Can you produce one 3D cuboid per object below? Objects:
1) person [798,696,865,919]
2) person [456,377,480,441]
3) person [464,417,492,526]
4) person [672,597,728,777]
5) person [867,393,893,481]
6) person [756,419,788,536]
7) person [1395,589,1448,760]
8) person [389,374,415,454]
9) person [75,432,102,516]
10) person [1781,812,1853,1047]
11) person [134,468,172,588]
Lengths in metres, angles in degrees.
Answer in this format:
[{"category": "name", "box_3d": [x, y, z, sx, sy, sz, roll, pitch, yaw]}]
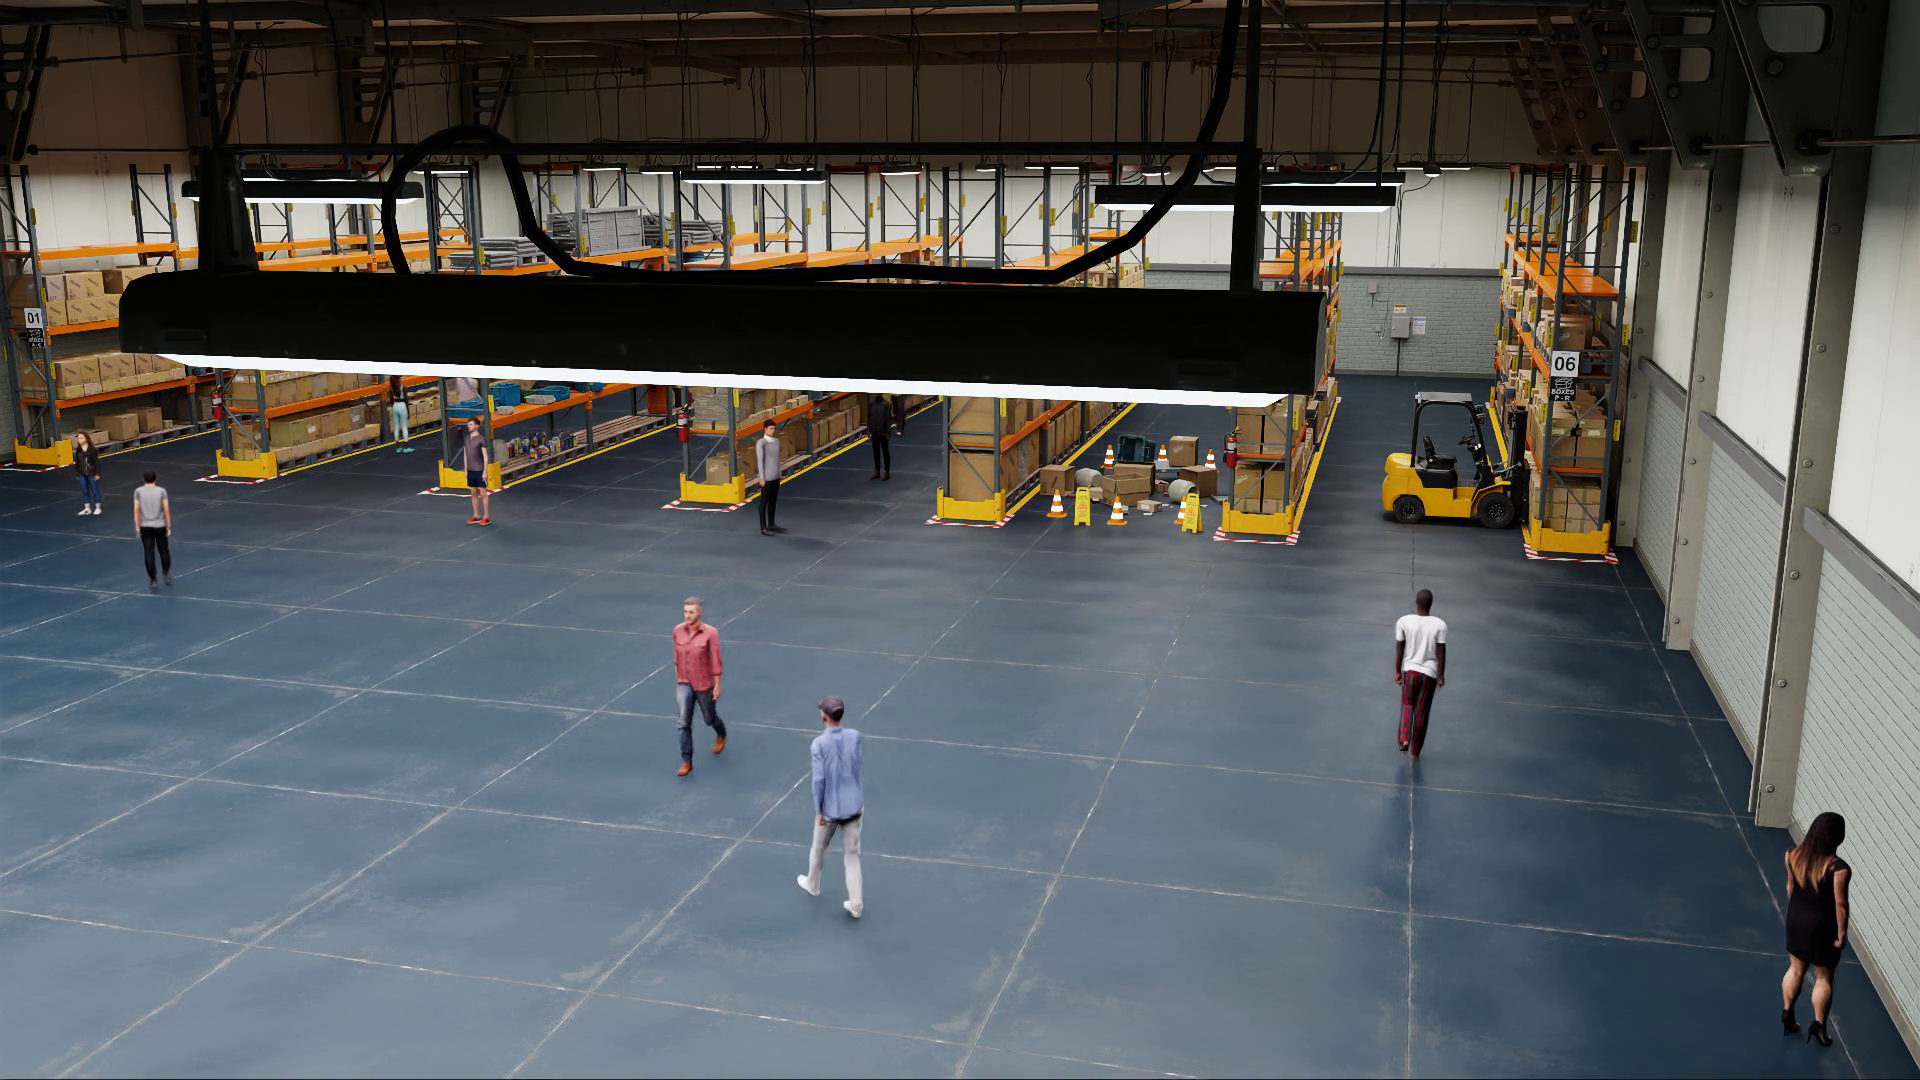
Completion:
[{"category": "person", "box_3d": [-0.954, 2.226, 13.715, 1.055, 1.855, 1.125, -7, 15, -26]}, {"category": "person", "box_3d": [-10.896, -3.035, 36.731, 0.756, 1.722, 1.017, 2, 13, 8]}, {"category": "person", "box_3d": [-8.255, -1.186, 28.455, 0.686, 1.852, 0.618, 7, 15, 27]}, {"category": "person", "box_3d": [-2.674, 1.463, 17.132, 0.695, 1.800, 1.146, 3, 13, 13]}, {"category": "person", "box_3d": [-1.550, -2.103, 32.450, 0.729, 1.838, 0.635, 6, 15, 26]}, {"category": "person", "box_3d": [-3.197, -1.070, 27.805, 0.859, 1.920, 0.665, 7, 15, 29]}, {"category": "person", "box_3d": [4.770, 1.420, 17.272, 0.702, 1.821, 0.733, 5, 14, 20]}, {"category": "person", "box_3d": [-11.934, -2.733, 35.417, 0.562, 1.726, 0.521, 3, 13, 13]}, {"category": "person", "box_3d": [-15.334, -1.180, 29.250, 0.606, 1.483, 0.562, 0, 13, 2]}, {"category": "person", "box_3d": [6.036, 2.743, 11.788, 0.811, 1.718, 0.746, -7, 15, -27]}, {"category": "person", "box_3d": [-11.787, -0.148, 24.290, 1.103, 1.710, 1.209, -6, 14, -26]}]
